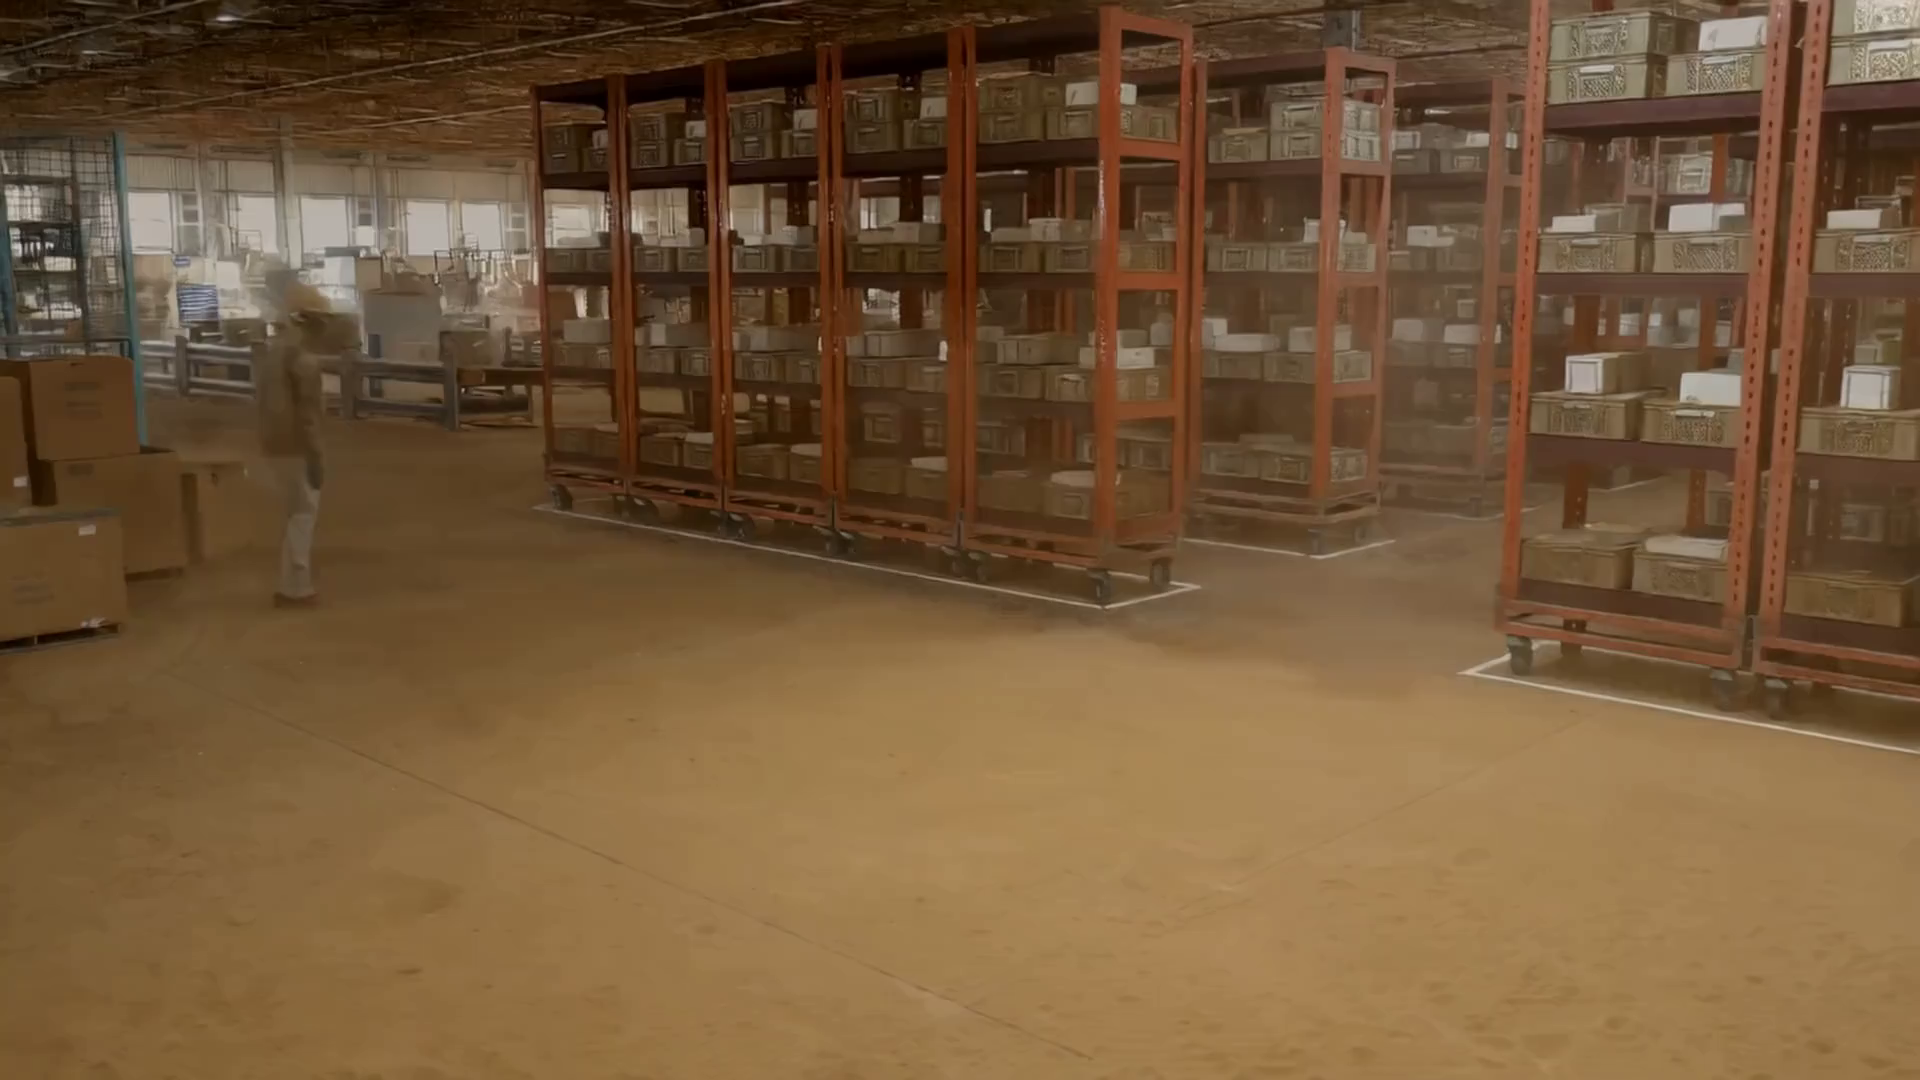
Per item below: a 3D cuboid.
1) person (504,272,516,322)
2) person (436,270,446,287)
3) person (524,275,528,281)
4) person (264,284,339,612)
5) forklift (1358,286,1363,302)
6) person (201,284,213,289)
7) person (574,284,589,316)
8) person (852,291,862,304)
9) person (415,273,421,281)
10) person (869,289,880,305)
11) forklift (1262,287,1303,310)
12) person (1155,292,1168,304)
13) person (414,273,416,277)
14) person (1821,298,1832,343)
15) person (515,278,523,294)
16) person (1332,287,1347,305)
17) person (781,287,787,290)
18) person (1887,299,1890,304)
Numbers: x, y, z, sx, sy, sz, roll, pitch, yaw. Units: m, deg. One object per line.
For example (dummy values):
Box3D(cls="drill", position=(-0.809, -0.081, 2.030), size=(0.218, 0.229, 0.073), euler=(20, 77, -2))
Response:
Box3D(cls="person", position=(-16.780, -9.025, 62.165), size=(0.635, 1.936, 0.356), euler=(9, 13, 43))
Box3D(cls="person", position=(-18.501, -8.698, 59.843), size=(0.701, 2.000, 0.538), euler=(7, 12, 37))
Box3D(cls="person", position=(-24.708, -14.252, 94.803), size=(0.492, 1.742, 0.319), euler=(9, 13, 43))
Box3D(cls="person", position=(-4.003, -0.552, 10.110), size=(0.457, 1.979, 0.646), euler=(-7, 12, -37))
Box3D(cls="forklift", position=(11.100, -7.017, 46.970), size=(1.873, 2.768, 1.129), euler=(9, 13, 43))
Box3D(cls="person", position=(-18.988, -5.648, 41.987), size=(0.533, 1.765, 0.331), euler=(9, 13, 43))
Box3D(cls="person", position=(-9.568, -5.731, 42.189), size=(0.533, 1.864, 0.310), euler=(9, 13, 43))
Box3D(cls="person", position=(-3.996, -9.494, 65.107), size=(0.596, 1.914, 0.373), euler=(9, 13, 43))
Box3D(cls="person", position=(-29.391, -13.547, 90.252), size=(0.405, 1.837, 0.516), euler=(-9, 13, -43))
Box3D(cls="person", position=(-3.137, -8.819, 60.910), size=(0.551, 1.932, 0.378), euler=(9, 13, 43))
Box3D(cls="forklift", position=(10.770, -8.203, 54.239), size=(1.129, 2.768, 1.873), euler=(9, 13, 43))
Box3D(cls="person", position=(6.466, -7.498, 52.773), size=(0.615, 1.943, 0.409), euler=(9, 13, 43))
Box3D(cls="person", position=(-28.765, -13.131, 87.552), size=(0.533, 1.868, 0.310), euler=(9, 13, 43))
Box3D(cls="person", position=(22.315, -5.806, 42.758), size=(0.600, 1.827, 0.404), euler=(9, 13, 43))
Box3D(cls="person", position=(-18.064, -9.870, 68.079), size=(0.540, 1.695, 0.317), euler=(9, 13, 43))
Box3D(cls="person", position=(5.744, -2.909, 24.765), size=(0.651, 1.904, 0.403), euler=(9, 13, 43))
Box3D(cls="person", position=(-7.744, -10.992, 74.140), size=(0.613, 1.961, 0.368), euler=(9, 13, 43))
Box3D(cls="person", position=(25.123, -6.070, 44.568), size=(0.533, 1.767, 0.325), euler=(9, 13, 43))
